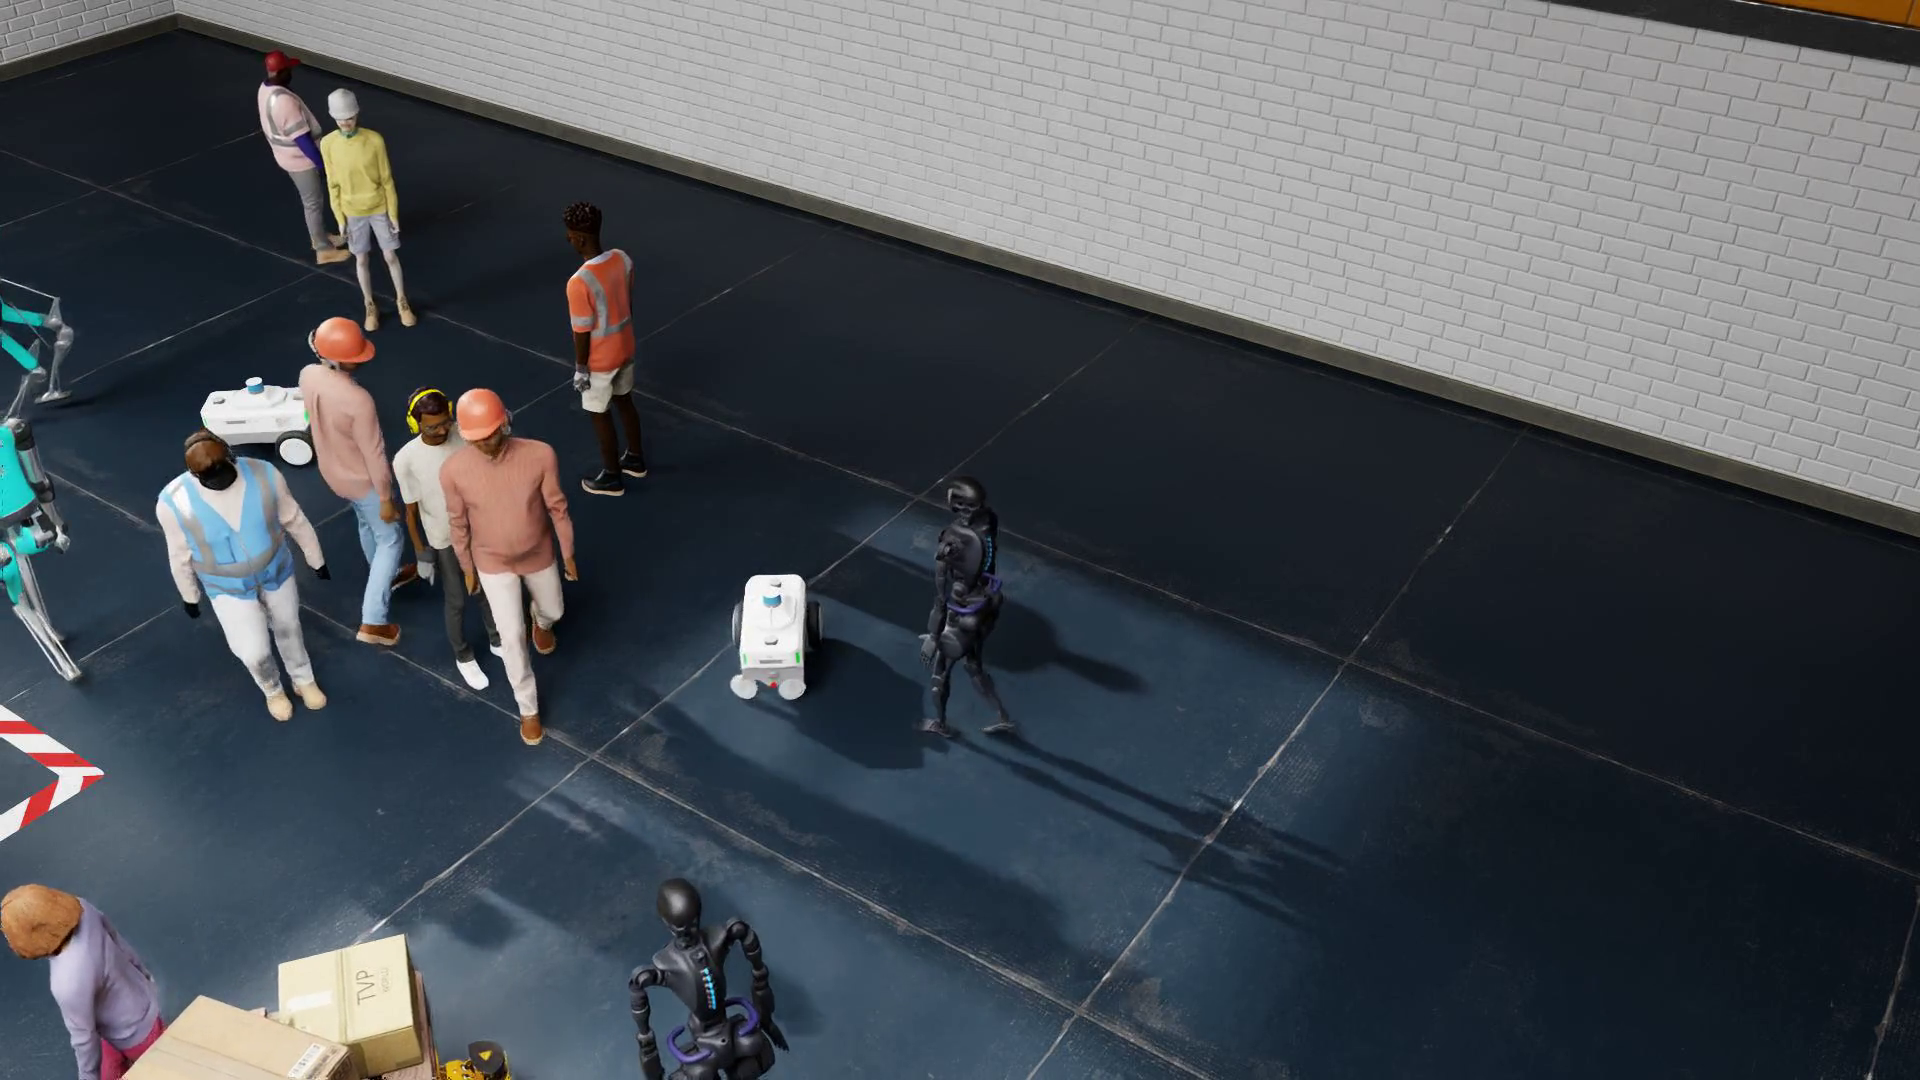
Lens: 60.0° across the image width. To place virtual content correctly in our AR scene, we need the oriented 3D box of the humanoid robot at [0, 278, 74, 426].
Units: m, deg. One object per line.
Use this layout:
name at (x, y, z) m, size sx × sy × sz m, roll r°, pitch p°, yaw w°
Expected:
humanoid robot at (-6.444, -1.586, 11.253) m, size 0.914 × 1.769 × 0.544 m, roll -14°, pitch 38°, yaw -20°

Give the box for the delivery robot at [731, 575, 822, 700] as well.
delivery robot at (-1.034, 0.511, 9.269) m, size 0.502 × 0.577 × 0.739 m, roll -2°, pitch 35°, yaw -2°

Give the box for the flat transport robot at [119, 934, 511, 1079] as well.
flat transport robot at (-2.519, 2.500, 6.691) m, size 1.431 × 0.231 × 0.659 m, roll -11°, pitch 37°, yaw -16°

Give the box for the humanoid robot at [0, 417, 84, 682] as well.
humanoid robot at (-5.181, -0.026, 9.008) m, size 0.993 × 1.731 × 0.548 m, roll 22°, pitch 40°, yaw 28°

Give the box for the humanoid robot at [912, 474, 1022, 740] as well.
humanoid robot at (0.029, 0.379, 8.504) m, size 0.591 × 1.644 × 0.609 m, roll 20°, pitch 39°, yaw 26°

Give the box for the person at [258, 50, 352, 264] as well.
person at (-5.277, -3.055, 13.343) m, size 0.456 × 1.750 × 0.624 m, roll -18°, pitch 39°, yaw -24°

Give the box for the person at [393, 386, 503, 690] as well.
person at (-2.680, -0.013, 8.903) m, size 0.349 × 1.856 × 0.525 m, roll 26°, pitch 42°, yaw 32°

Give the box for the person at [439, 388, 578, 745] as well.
person at (-2.336, 0.040, 8.736) m, size 0.618 × 1.956 × 0.912 m, roll -11°, pitch 37°, yaw -16°

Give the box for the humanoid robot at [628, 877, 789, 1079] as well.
humanoid robot at (-0.912, 1.944, 6.266) m, size 0.595 × 1.637 × 0.456 m, roll -23°, pitch 41°, yaw -29°

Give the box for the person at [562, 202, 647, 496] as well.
person at (-2.249, -1.198, 10.514) m, size 0.388 × 1.950 × 0.615 m, roll 12°, pitch 37°, yaw 17°

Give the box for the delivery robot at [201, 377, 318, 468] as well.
delivery robot at (-4.648, -0.801, 11.176) m, size 0.811 × 0.613 × 0.499 m, roll -3°, pitch 35°, yaw -5°

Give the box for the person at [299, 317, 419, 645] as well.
person at (-3.393, -0.356, 9.303) m, size 0.673 × 1.957 × 0.707 m, roll 22°, pitch 40°, yaw 28°

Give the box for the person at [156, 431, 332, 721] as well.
person at (-3.651, 0.199, 8.623) m, size 0.731 × 1.817 × 0.474 m, roll -24°, pitch 41°, yaw -30°

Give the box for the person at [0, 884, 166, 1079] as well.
person at (-3.309, 1.883, 6.410) m, size 0.802 × 1.580 × 0.499 m, roll -17°, pitch 38°, yaw -22°

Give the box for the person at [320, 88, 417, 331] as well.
person at (-4.410, -2.449, 12.362) m, size 0.474 × 1.882 × 0.408 m, roll -8°, pitch 36°, yaw -12°
